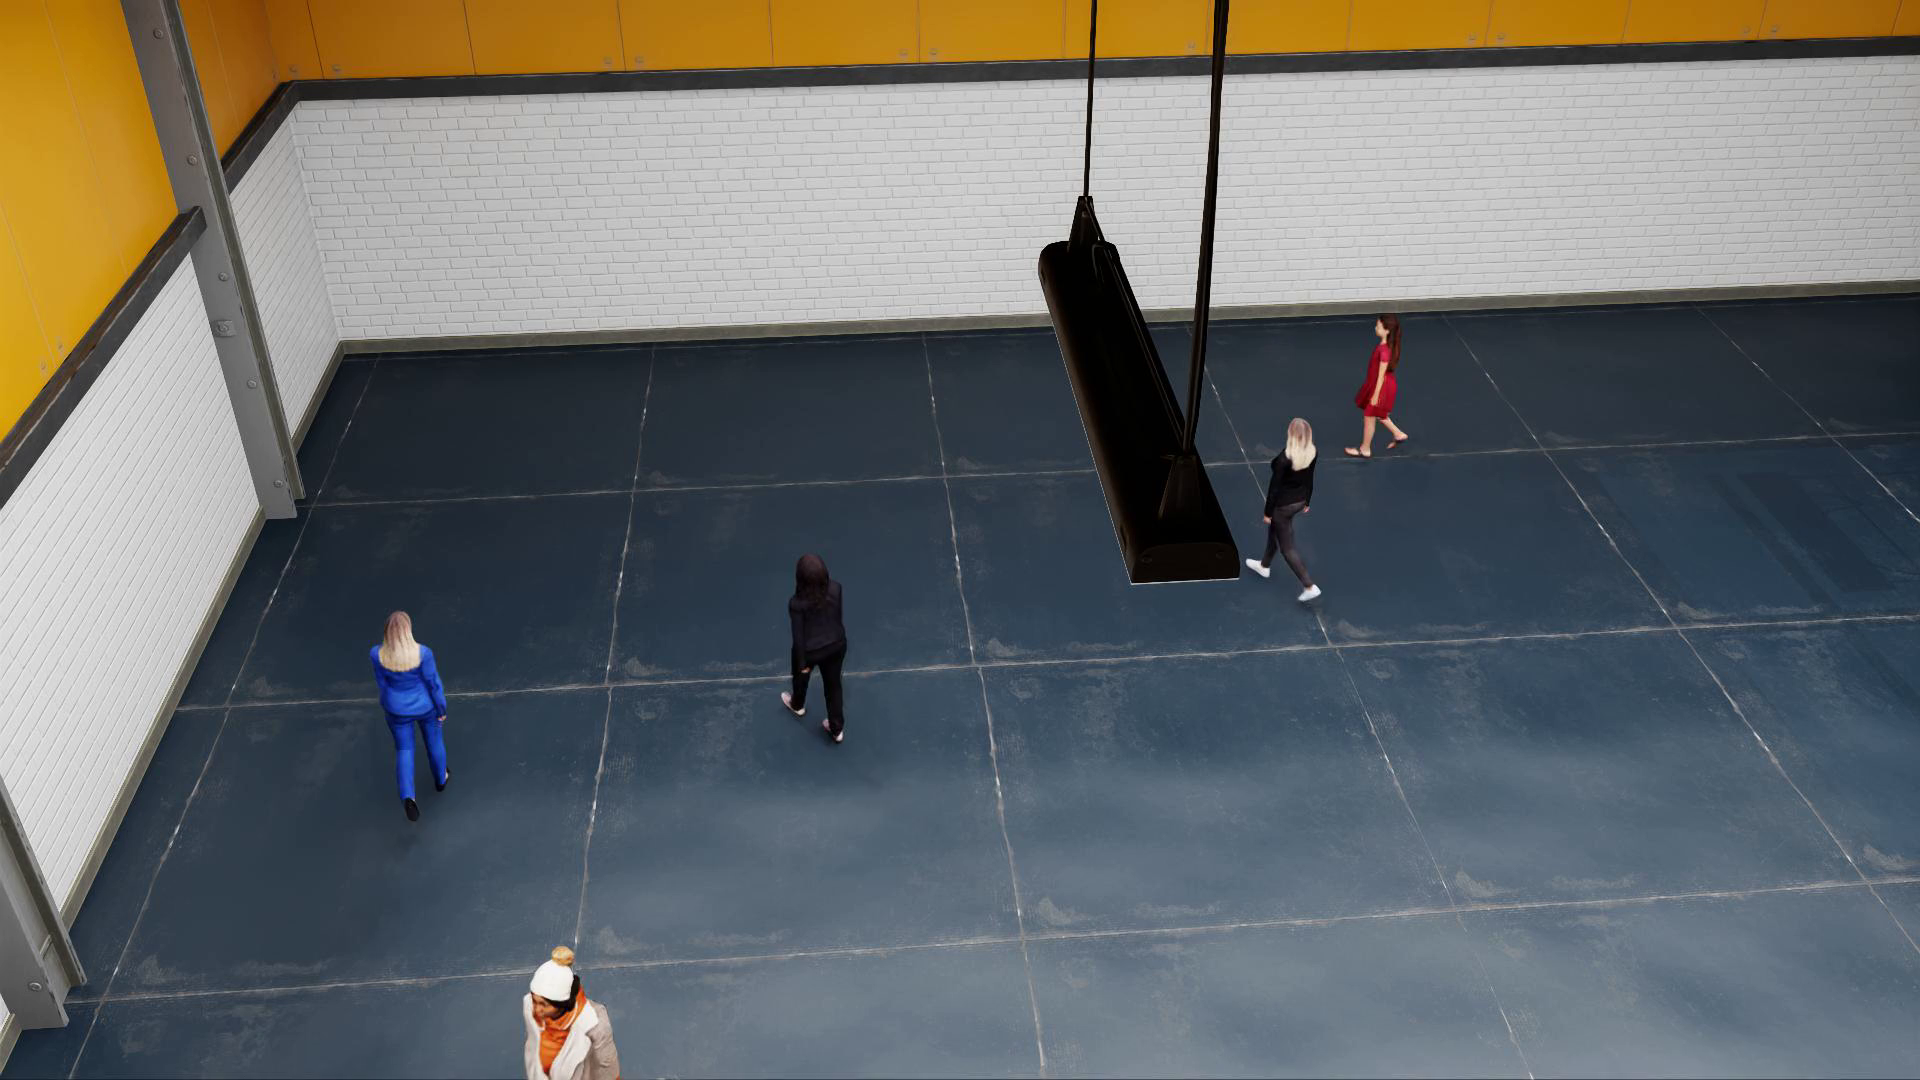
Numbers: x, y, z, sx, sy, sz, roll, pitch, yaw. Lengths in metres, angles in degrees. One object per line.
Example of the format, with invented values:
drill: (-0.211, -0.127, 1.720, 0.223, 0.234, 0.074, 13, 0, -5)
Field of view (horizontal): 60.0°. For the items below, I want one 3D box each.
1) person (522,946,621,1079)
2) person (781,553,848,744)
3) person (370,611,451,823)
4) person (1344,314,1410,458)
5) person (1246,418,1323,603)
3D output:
person: (-2.072, 2.894, 9.196, 0.887, 1.880, 0.969, 15, 36, 21)
person: (-1.013, 0.855, 12.532, 0.940, 1.584, 1.062, -23, 40, -30)
person: (-3.909, 1.265, 11.827, 0.635, 1.682, 0.947, -3, 34, -5)
person: (4.129, -1.459, 16.052, 0.761, 1.541, 0.824, 9, 35, 13)
person: (2.834, -0.226, 14.097, 0.989, 1.651, 1.187, -23, 40, -30)
